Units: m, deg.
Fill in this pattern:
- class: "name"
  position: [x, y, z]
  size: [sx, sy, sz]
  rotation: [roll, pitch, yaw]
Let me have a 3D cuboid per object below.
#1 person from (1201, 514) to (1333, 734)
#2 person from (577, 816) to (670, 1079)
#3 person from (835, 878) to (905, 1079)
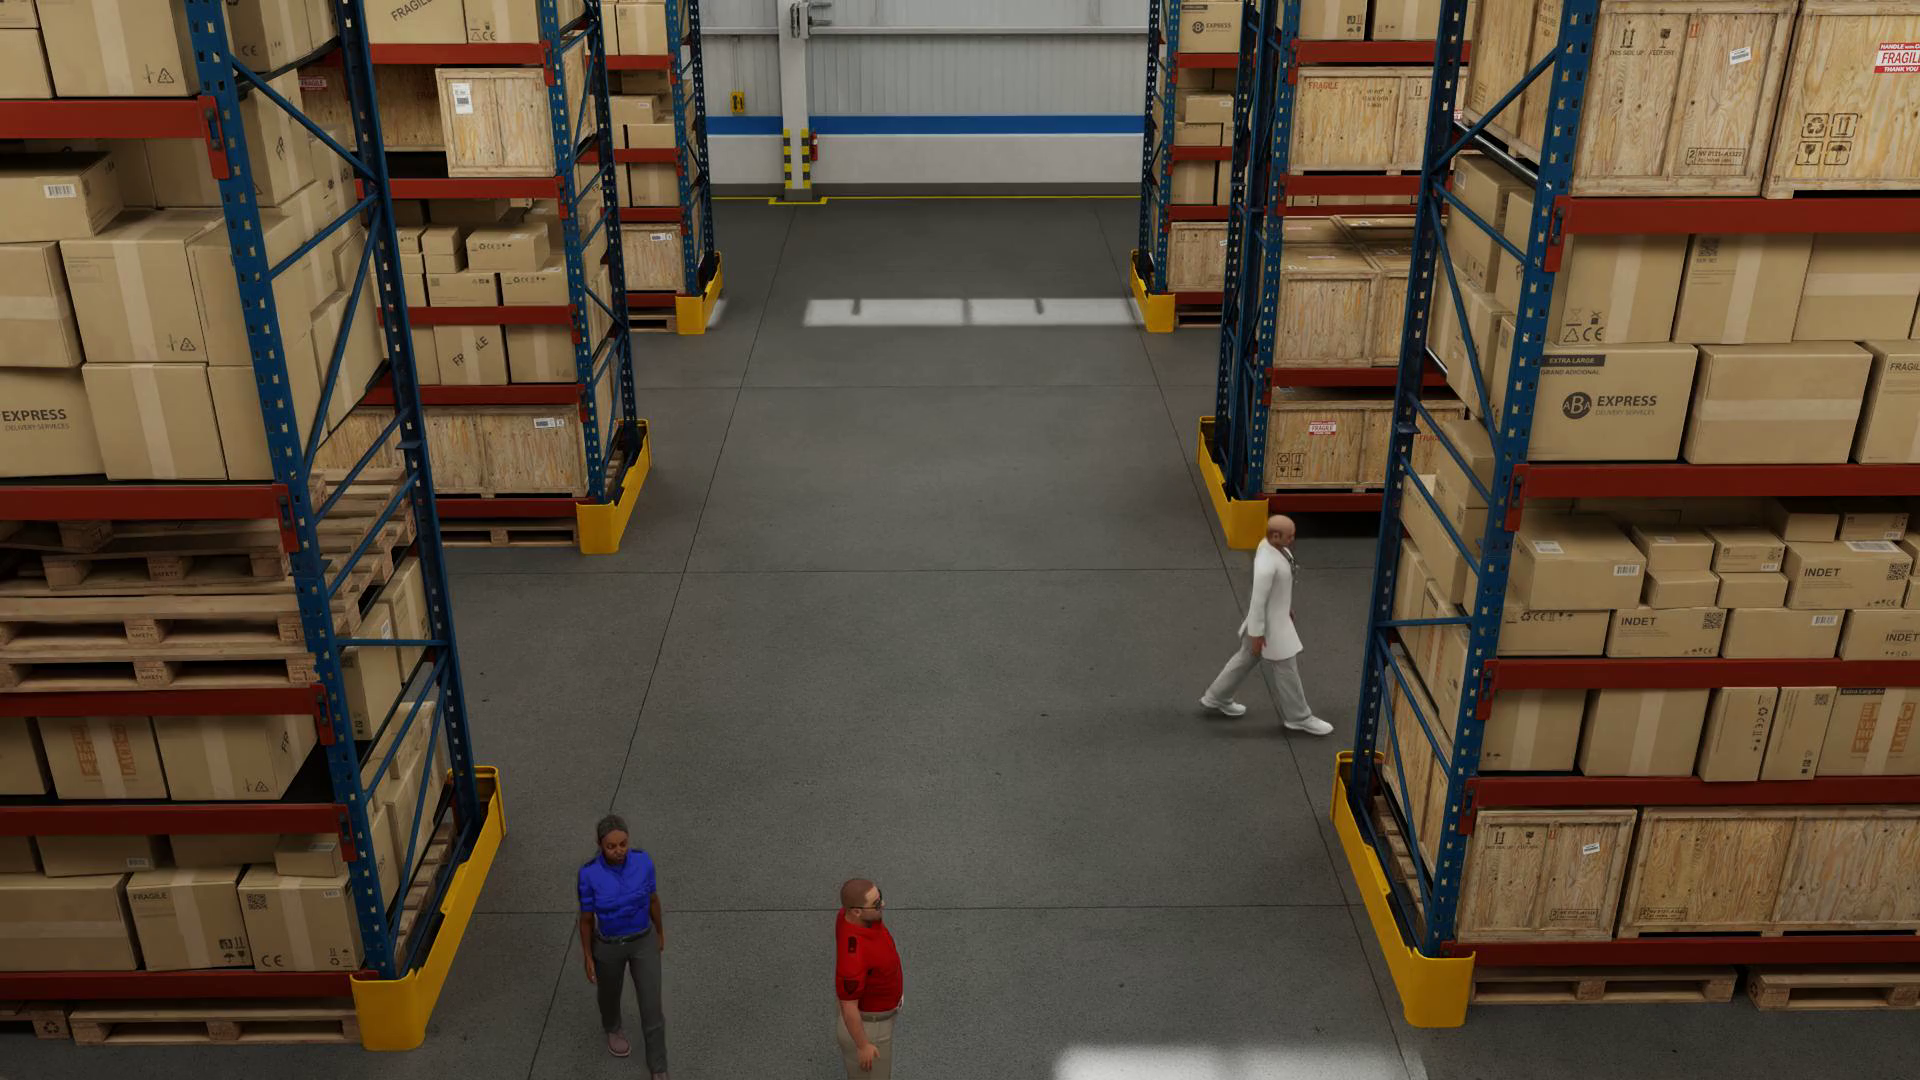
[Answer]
- class: "person"
  position: [2.374, 0.607, 12.580]
  size: [1.006, 1.766, 0.588]
  rotation: [3, 25, 7]
- class: "person"
  position: [-1.843, 2.267, 9.173]
  size: [0.461, 1.656, 0.758]
  rotation: [-10, 27, -20]
- class: "person"
  position: [-0.455, 2.473, 8.629]
  size: [0.386, 1.727, 0.529]
  rotation: [-2, 25, -5]
